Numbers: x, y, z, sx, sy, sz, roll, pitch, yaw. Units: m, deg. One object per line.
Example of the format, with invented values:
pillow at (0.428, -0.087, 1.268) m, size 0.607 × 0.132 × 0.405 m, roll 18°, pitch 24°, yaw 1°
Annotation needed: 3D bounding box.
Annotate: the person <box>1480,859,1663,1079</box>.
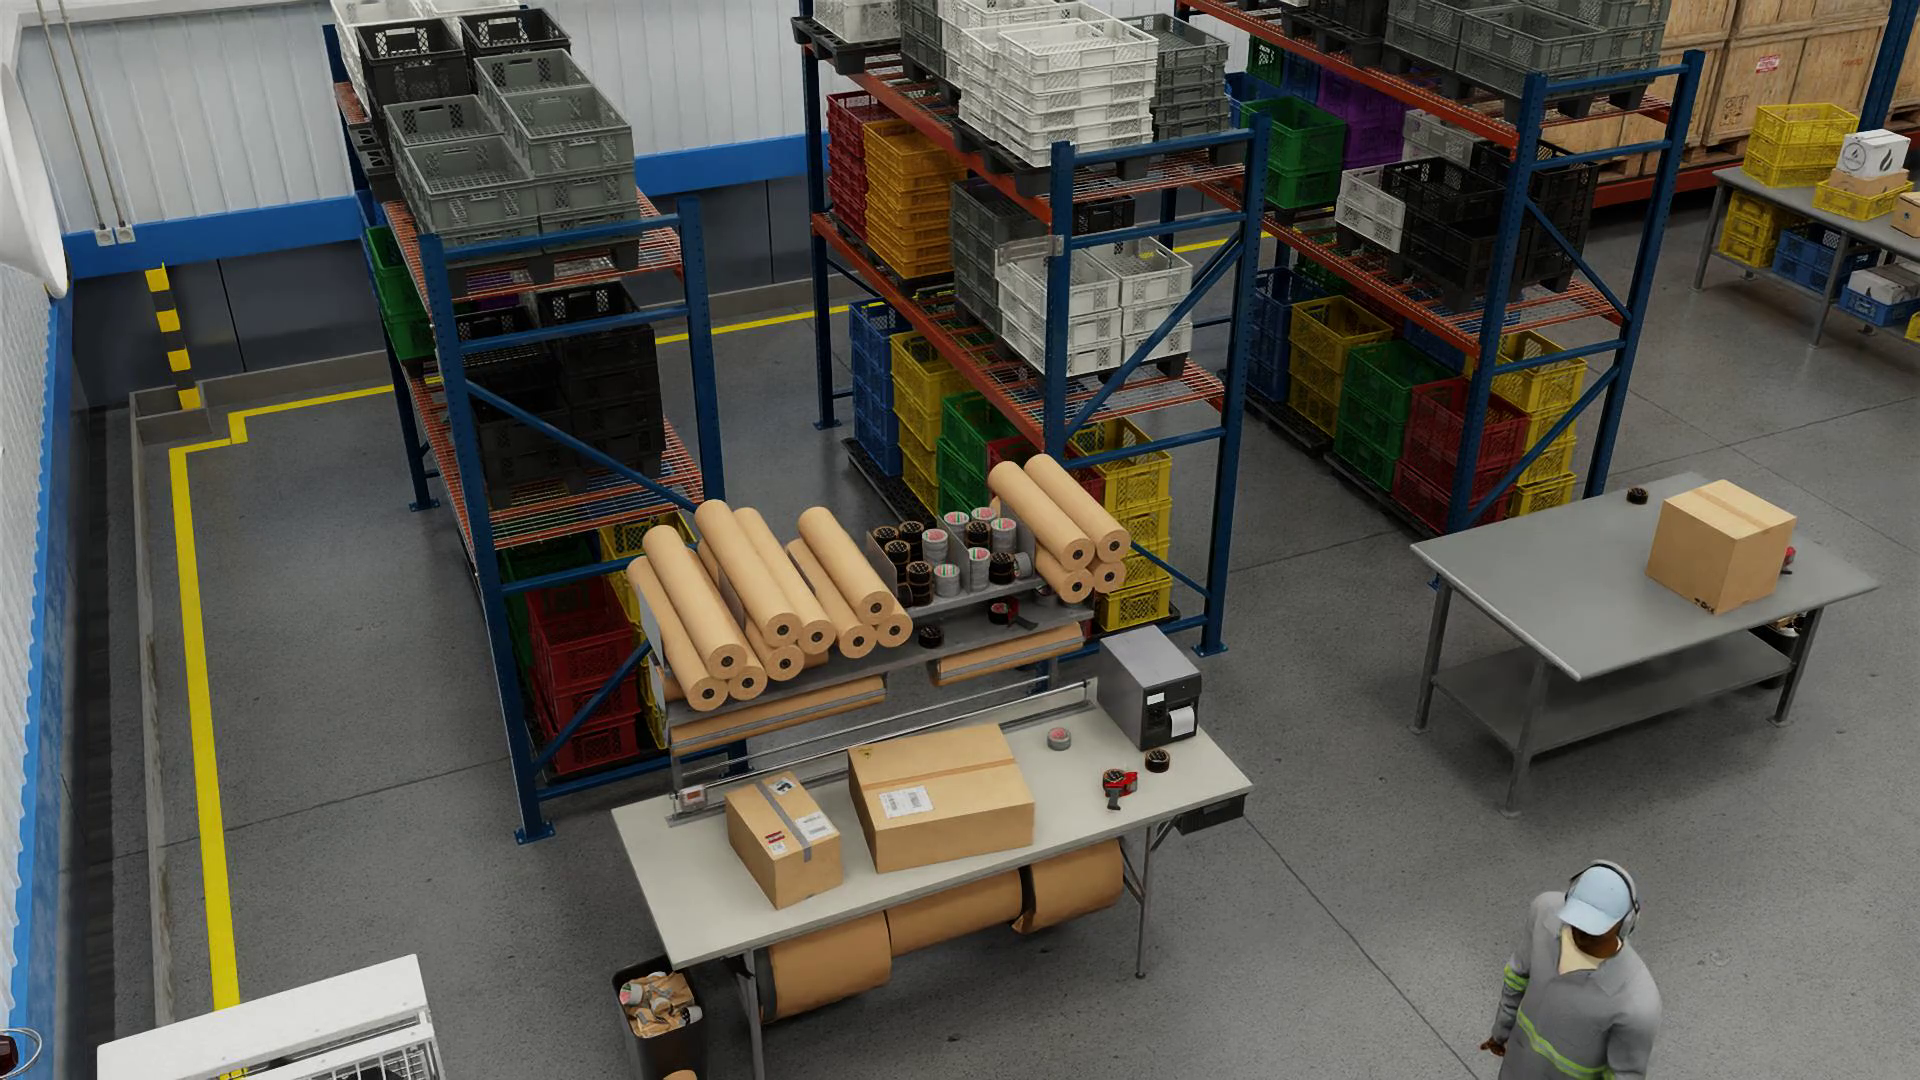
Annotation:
person at (1.973, 1.786, 5.559) m, size 0.366 × 1.852 × 0.594 m, roll -12°, pitch 34°, yaw -18°
